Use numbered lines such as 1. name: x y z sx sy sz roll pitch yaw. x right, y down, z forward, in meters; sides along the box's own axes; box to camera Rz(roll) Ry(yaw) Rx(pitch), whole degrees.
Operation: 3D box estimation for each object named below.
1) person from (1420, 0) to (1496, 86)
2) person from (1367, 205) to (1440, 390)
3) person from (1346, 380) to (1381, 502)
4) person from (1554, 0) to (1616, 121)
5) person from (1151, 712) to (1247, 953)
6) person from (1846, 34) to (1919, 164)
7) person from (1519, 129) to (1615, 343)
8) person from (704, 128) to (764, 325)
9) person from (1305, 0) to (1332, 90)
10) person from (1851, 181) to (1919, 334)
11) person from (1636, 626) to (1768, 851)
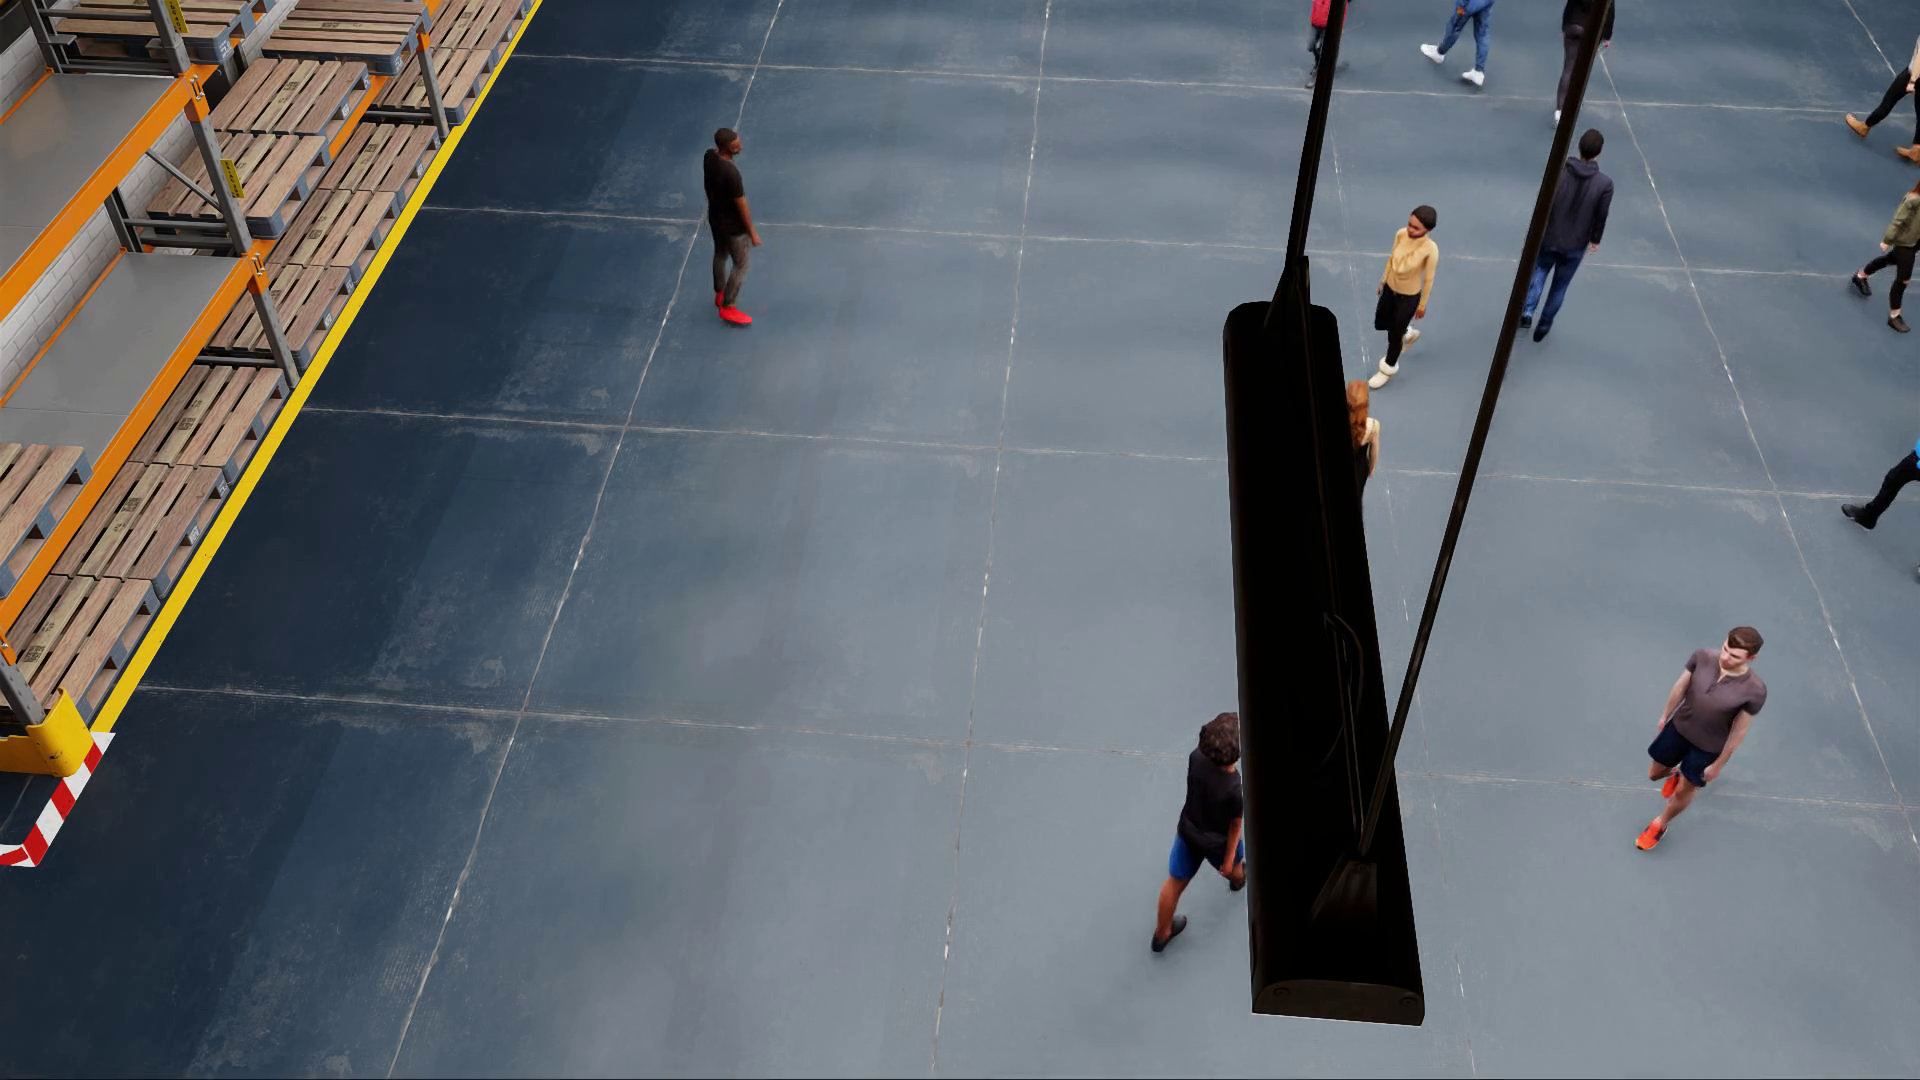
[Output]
1. person: 5.264 -5.446 16.774 1.099 1.766 1.207 -24 49 -23
2. person: 3.570 -1.980 13.223 0.924 1.646 0.887 -26 49 -24
3. person: 2.657 -0.383 11.583 0.726 1.595 1.121 12 45 13
4. person: 6.082 -4.909 16.313 0.917 1.624 1.268 18 47 18
5. person: 1.330 1.690 9.300 1.083 1.743 1.205 34 53 31
6. person: 9.151 -4.361 15.697 0.958 1.681 1.160 -18 46 -18
7. person: 4.885 -2.393 13.488 0.788 1.878 0.789 22 48 22
8. person: -1.938 -2.620 13.794 0.808 1.785 0.879 27 50 26
9. person: 3.742 -5.237 16.889 0.740 1.306 0.675 -33 53 -30
10. person: 7.925 -2.547 13.971 0.851 1.436 1.096 -13 45 -14
11. person: 4.422 1.126 9.822 0.972 1.840 0.920 -26 49 -25
